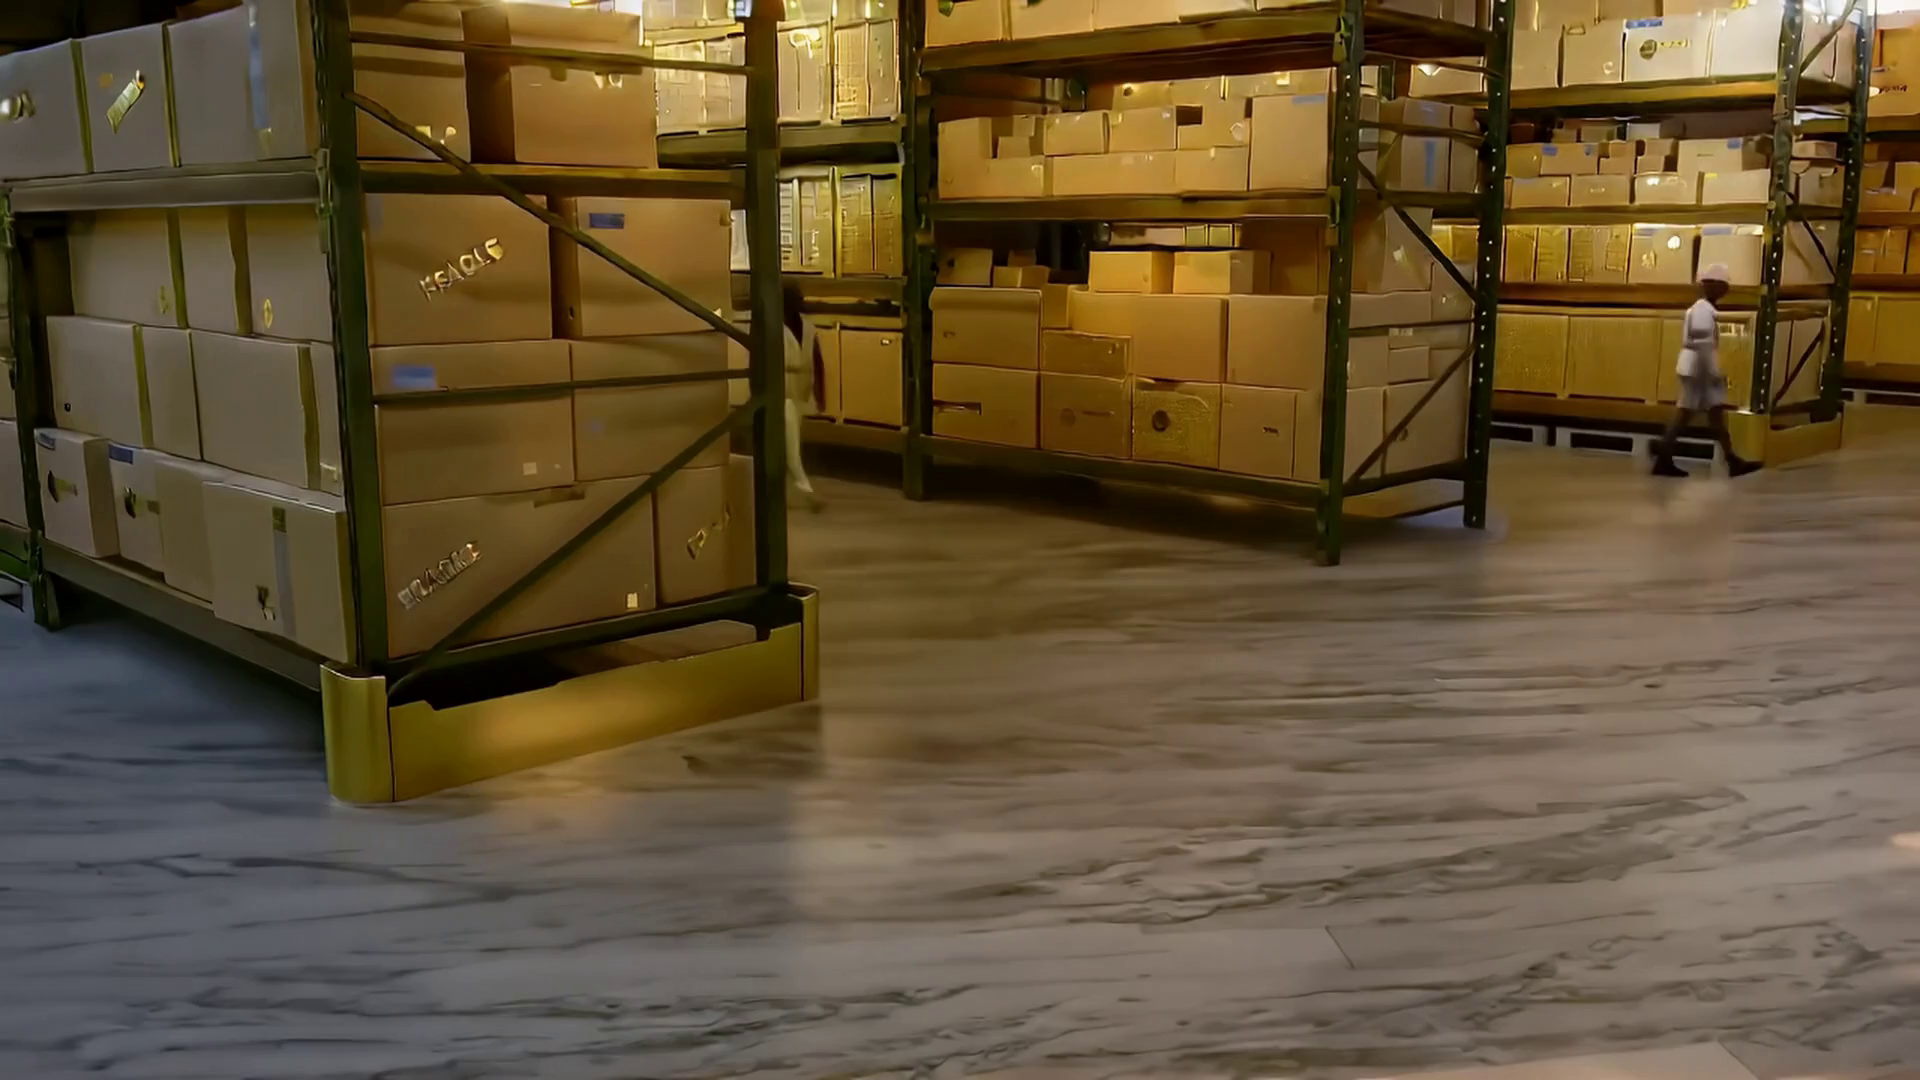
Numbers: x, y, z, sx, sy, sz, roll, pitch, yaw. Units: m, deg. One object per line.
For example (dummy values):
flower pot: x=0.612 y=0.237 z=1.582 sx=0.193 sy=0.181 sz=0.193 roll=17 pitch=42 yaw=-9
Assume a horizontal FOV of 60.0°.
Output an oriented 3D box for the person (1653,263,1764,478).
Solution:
person: x=6.602 y=-1.462 z=14.547 sx=0.954 sy=1.878 sz=0.586 roll=7 pitch=13 yaw=34

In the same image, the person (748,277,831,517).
person: x=-1.212 y=-1.085 z=12.685 sx=0.881 sy=1.806 sz=0.654 roll=8 pitch=13 yaw=39
